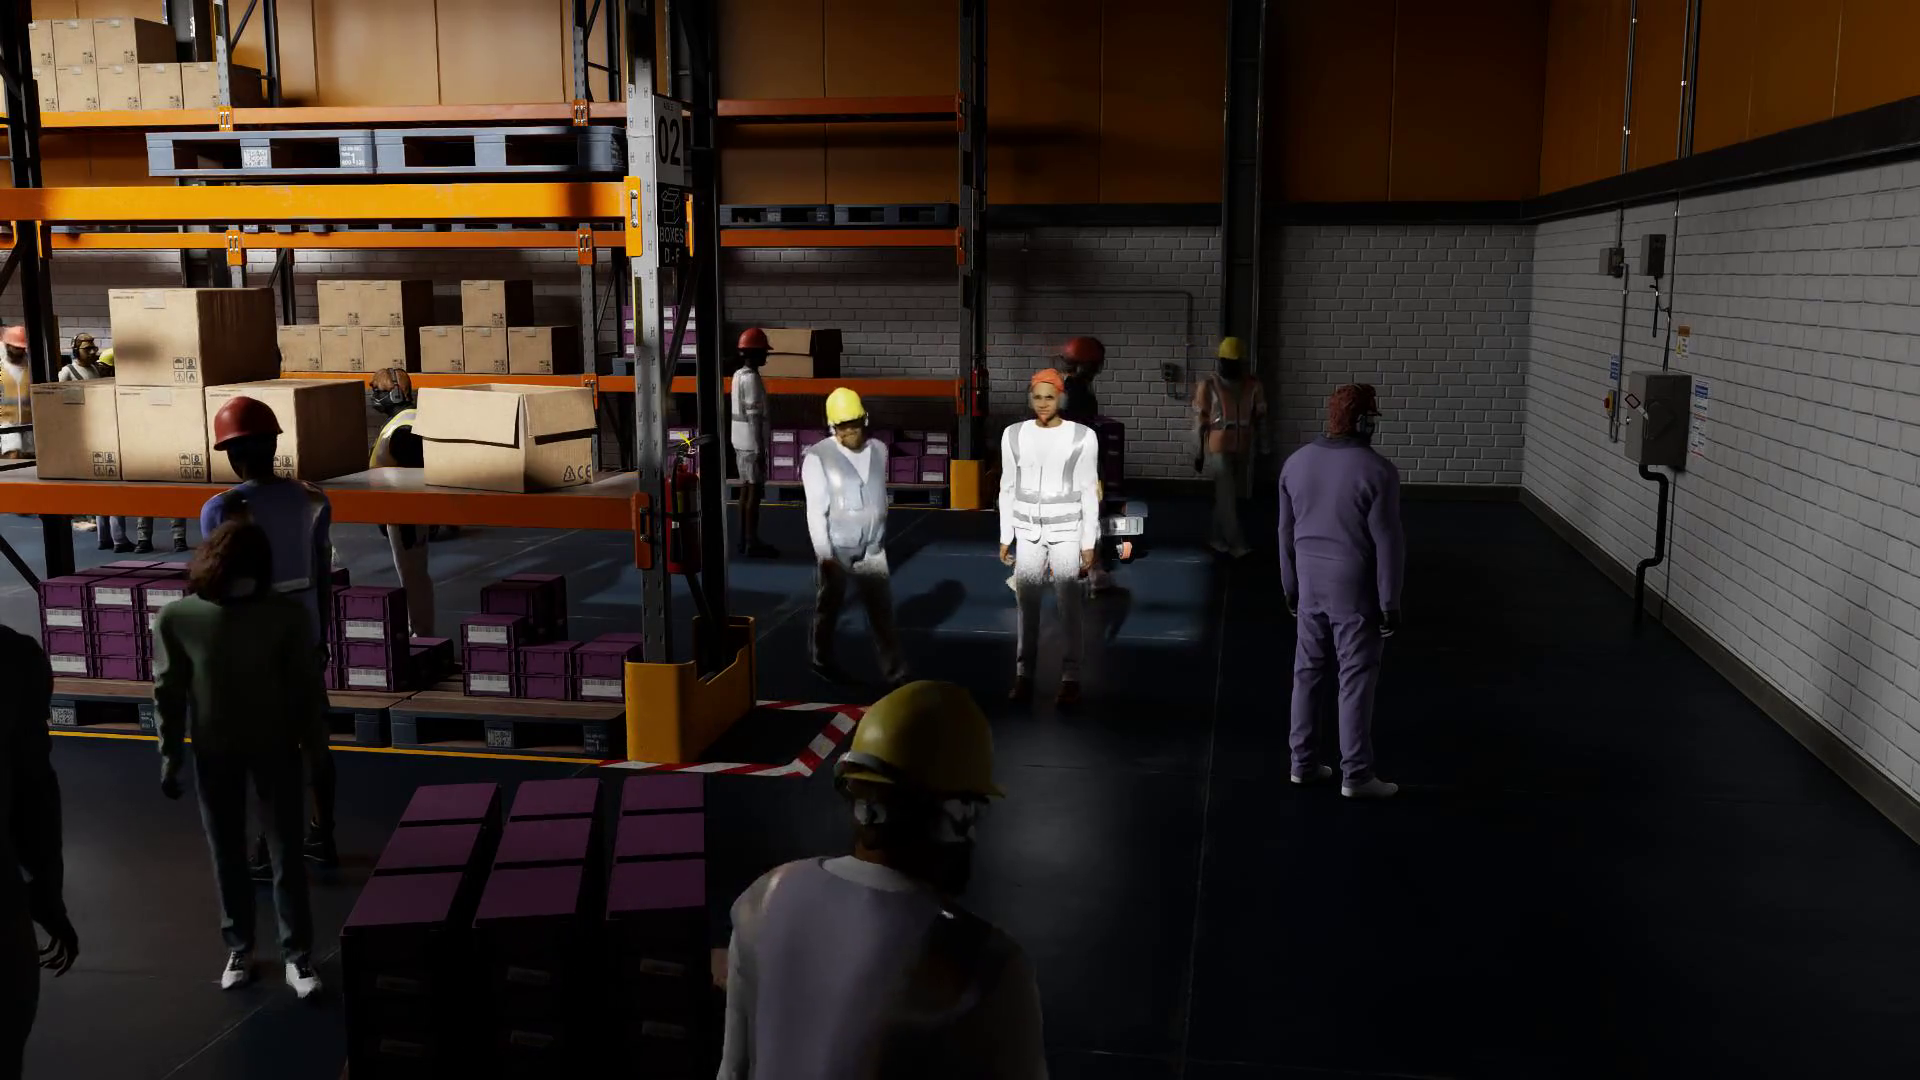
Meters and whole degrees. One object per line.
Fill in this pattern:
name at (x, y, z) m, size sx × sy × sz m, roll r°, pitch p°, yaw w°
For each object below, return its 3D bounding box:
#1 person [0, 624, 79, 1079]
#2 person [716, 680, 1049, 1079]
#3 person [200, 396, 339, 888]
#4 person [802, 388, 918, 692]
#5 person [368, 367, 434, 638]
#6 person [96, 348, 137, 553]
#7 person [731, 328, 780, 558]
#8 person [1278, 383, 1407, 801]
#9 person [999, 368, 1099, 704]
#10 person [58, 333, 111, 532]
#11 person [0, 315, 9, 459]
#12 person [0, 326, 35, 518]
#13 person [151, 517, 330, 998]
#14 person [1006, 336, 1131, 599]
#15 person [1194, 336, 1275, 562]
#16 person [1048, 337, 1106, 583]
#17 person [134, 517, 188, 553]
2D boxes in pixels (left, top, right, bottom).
person at (-2.262, 0.864, 3.636) m, size 0.359 × 1.938 × 0.632 m, roll 7°, pitch 11°, yaw 37°
person at (-0.077, 1.109, 2.649) m, size 0.671 × 1.762 × 0.950 m, roll 9°, pitch 13°, yaw 43°
person at (-2.730, 0.400, 6.554) m, size 0.373 × 1.928 × 0.543 m, roll 6°, pitch 11°, yaw 31°
person at (-0.603, 0.018, 9.422) m, size 0.602 × 1.761 × 0.965 m, roll -7°, pitch 12°, yaw -38°
person at (-3.413, -0.138, 10.193) m, size 0.428 × 1.836 × 0.626 m, roll -3°, pitch 10°, yaw -20°
person at (-7.285, -0.775, 14.378) m, size 0.523 × 1.759 × 0.351 m, roll 7°, pitch 11°, yaw 37°
person at (-1.747, -0.816, 14.078) m, size 0.371 × 1.928 × 0.585 m, roll -4°, pitch 10°, yaw -21°
person at (1.776, 0.233, 7.657) m, size 0.402 × 1.906 × 0.652 m, roll -8°, pitch 12°, yaw -39°
person at (0.495, -0.021, 9.326) m, size 0.578 × 1.879 × 0.348 m, roll 3°, pitch 10°, yaw 21°
person at (-8.144, -1.008, 15.546) m, size 0.351 × 1.847 × 0.507 m, roll 3°, pitch 10°, yaw 18°
person at (-10.404, -1.493, 17.948) m, size 0.688 × 2.000 × 0.536 m, roll 1°, pitch 9°, yaw 6°
person at (-9.356, -1.179, 16.516) m, size 0.549 × 1.876 × 1.036 m, roll -8°, pitch 12°, yaw -39°
person at (-2.381, 0.719, 5.537) m, size 0.538 × 1.619 × 0.390 m, roll -2°, pitch 9°, yaw -14°
person at (0.784, -0.491, 12.005) m, size 0.971 × 1.959 × 0.632 m, roll -3°, pitch 10°, yaw -18°
person at (2.292, -0.766, 13.968) m, size 0.597 × 1.871 × 1.010 m, roll -3°, pitch 10°, yaw -20°
person at (0.913, -0.602, 12.814) m, size 0.517 × 1.908 × 0.672 m, roll 1°, pitch 9°, yaw 6°
person at (-6.905, -0.802, 14.303) m, size 0.589 × 1.834 × 0.403 m, roll -3°, pitch 10°, yaw -18°
